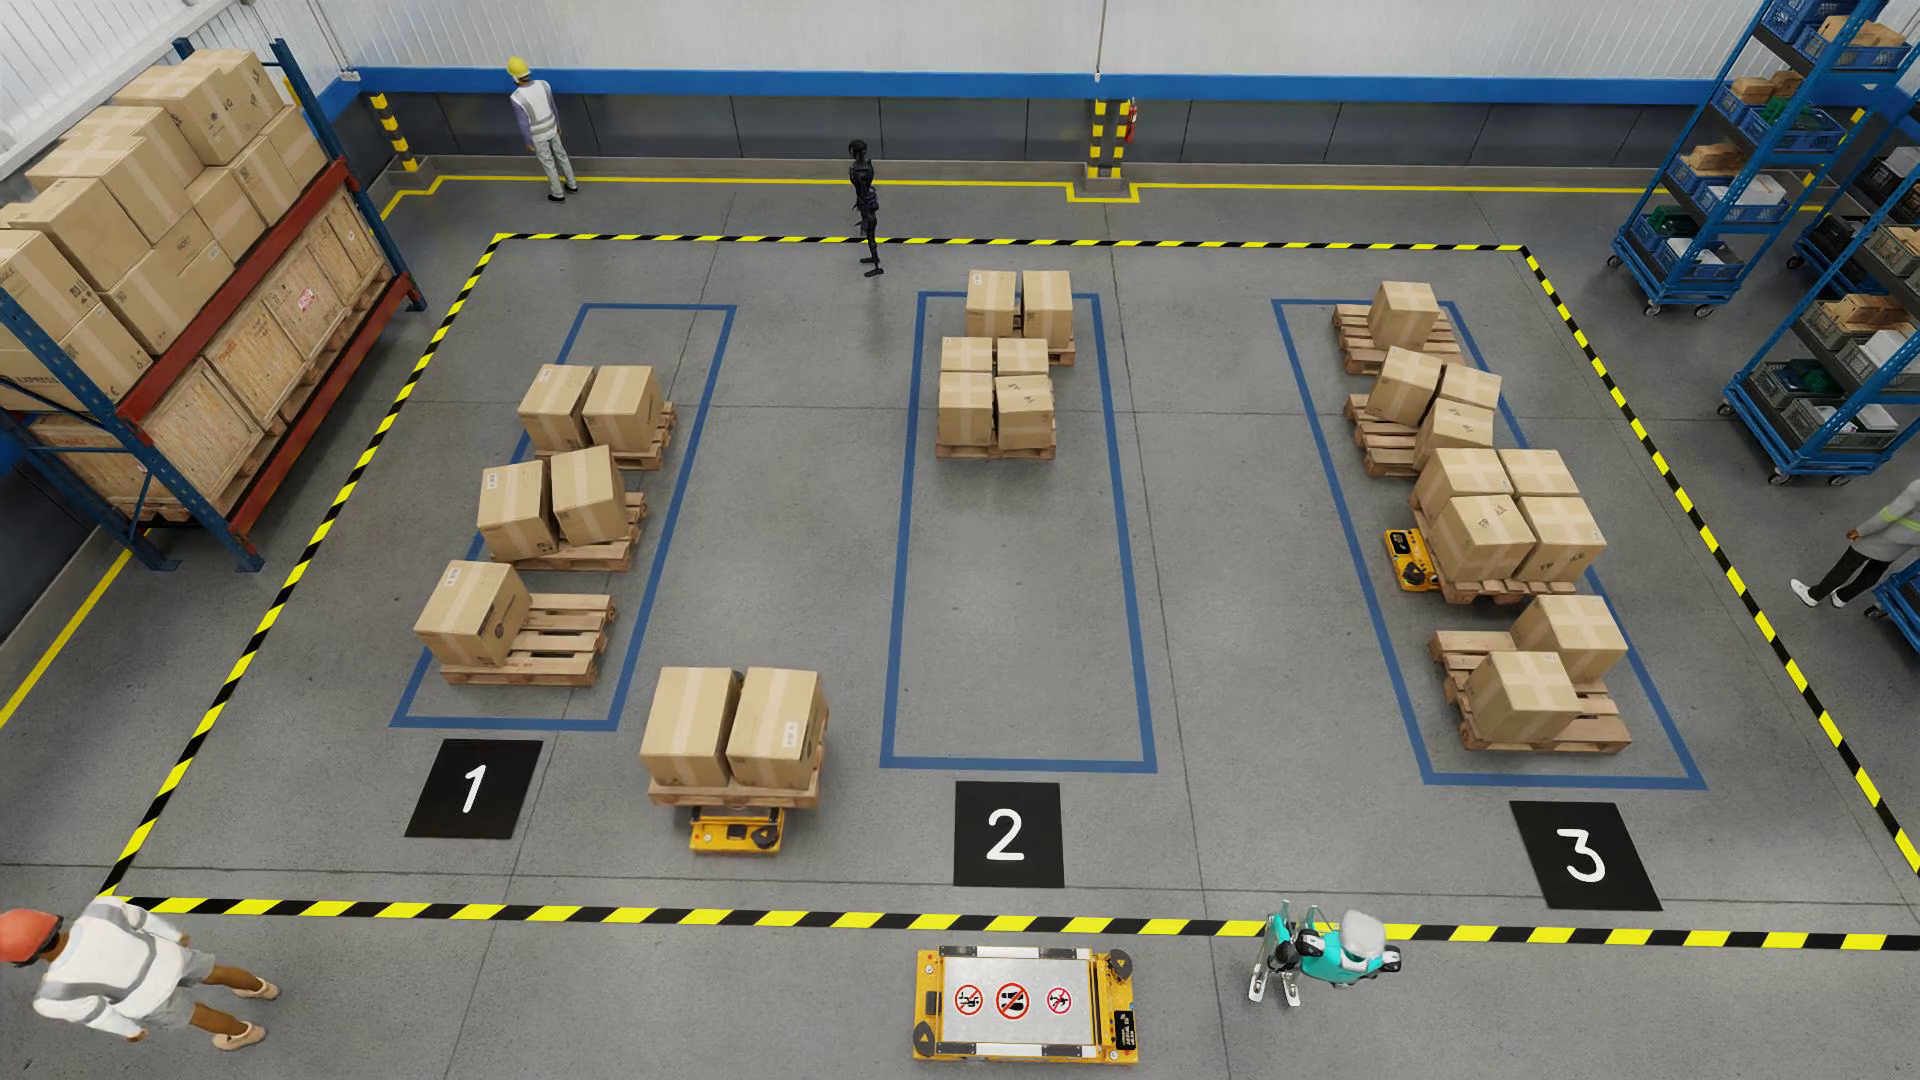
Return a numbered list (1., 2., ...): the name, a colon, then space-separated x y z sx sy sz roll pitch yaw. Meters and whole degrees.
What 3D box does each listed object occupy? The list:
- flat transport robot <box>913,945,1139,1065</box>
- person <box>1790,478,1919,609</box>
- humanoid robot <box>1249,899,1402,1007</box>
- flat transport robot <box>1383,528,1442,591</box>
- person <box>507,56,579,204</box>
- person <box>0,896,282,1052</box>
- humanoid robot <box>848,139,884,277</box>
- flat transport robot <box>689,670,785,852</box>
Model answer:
1. flat transport robot: 0.422 3.041 6.007 1.431 0.231 0.659 1 51 1
2. person: 7.693 -0.092 7.539 0.598 1.850 0.393 5 51 4
3. humanoid robot: 2.125 2.380 5.512 0.533 1.676 0.735 8 51 7
4. flat transport robot: 4.689 0.155 8.342 1.431 0.197 0.652 1 51 1
5. person: -5.364 -5.236 11.742 0.404 1.837 0.589 23 55 18
6. person: -4.694 2.535 5.276 0.385 2.045 0.605 -1 51 -1
7. humanoid robot: -1.111 -3.881 10.734 0.315 1.653 0.599 -8 51 -6
8. flat transport robot: -1.636 1.678 7.100 0.652 0.197 1.431 1 51 1
